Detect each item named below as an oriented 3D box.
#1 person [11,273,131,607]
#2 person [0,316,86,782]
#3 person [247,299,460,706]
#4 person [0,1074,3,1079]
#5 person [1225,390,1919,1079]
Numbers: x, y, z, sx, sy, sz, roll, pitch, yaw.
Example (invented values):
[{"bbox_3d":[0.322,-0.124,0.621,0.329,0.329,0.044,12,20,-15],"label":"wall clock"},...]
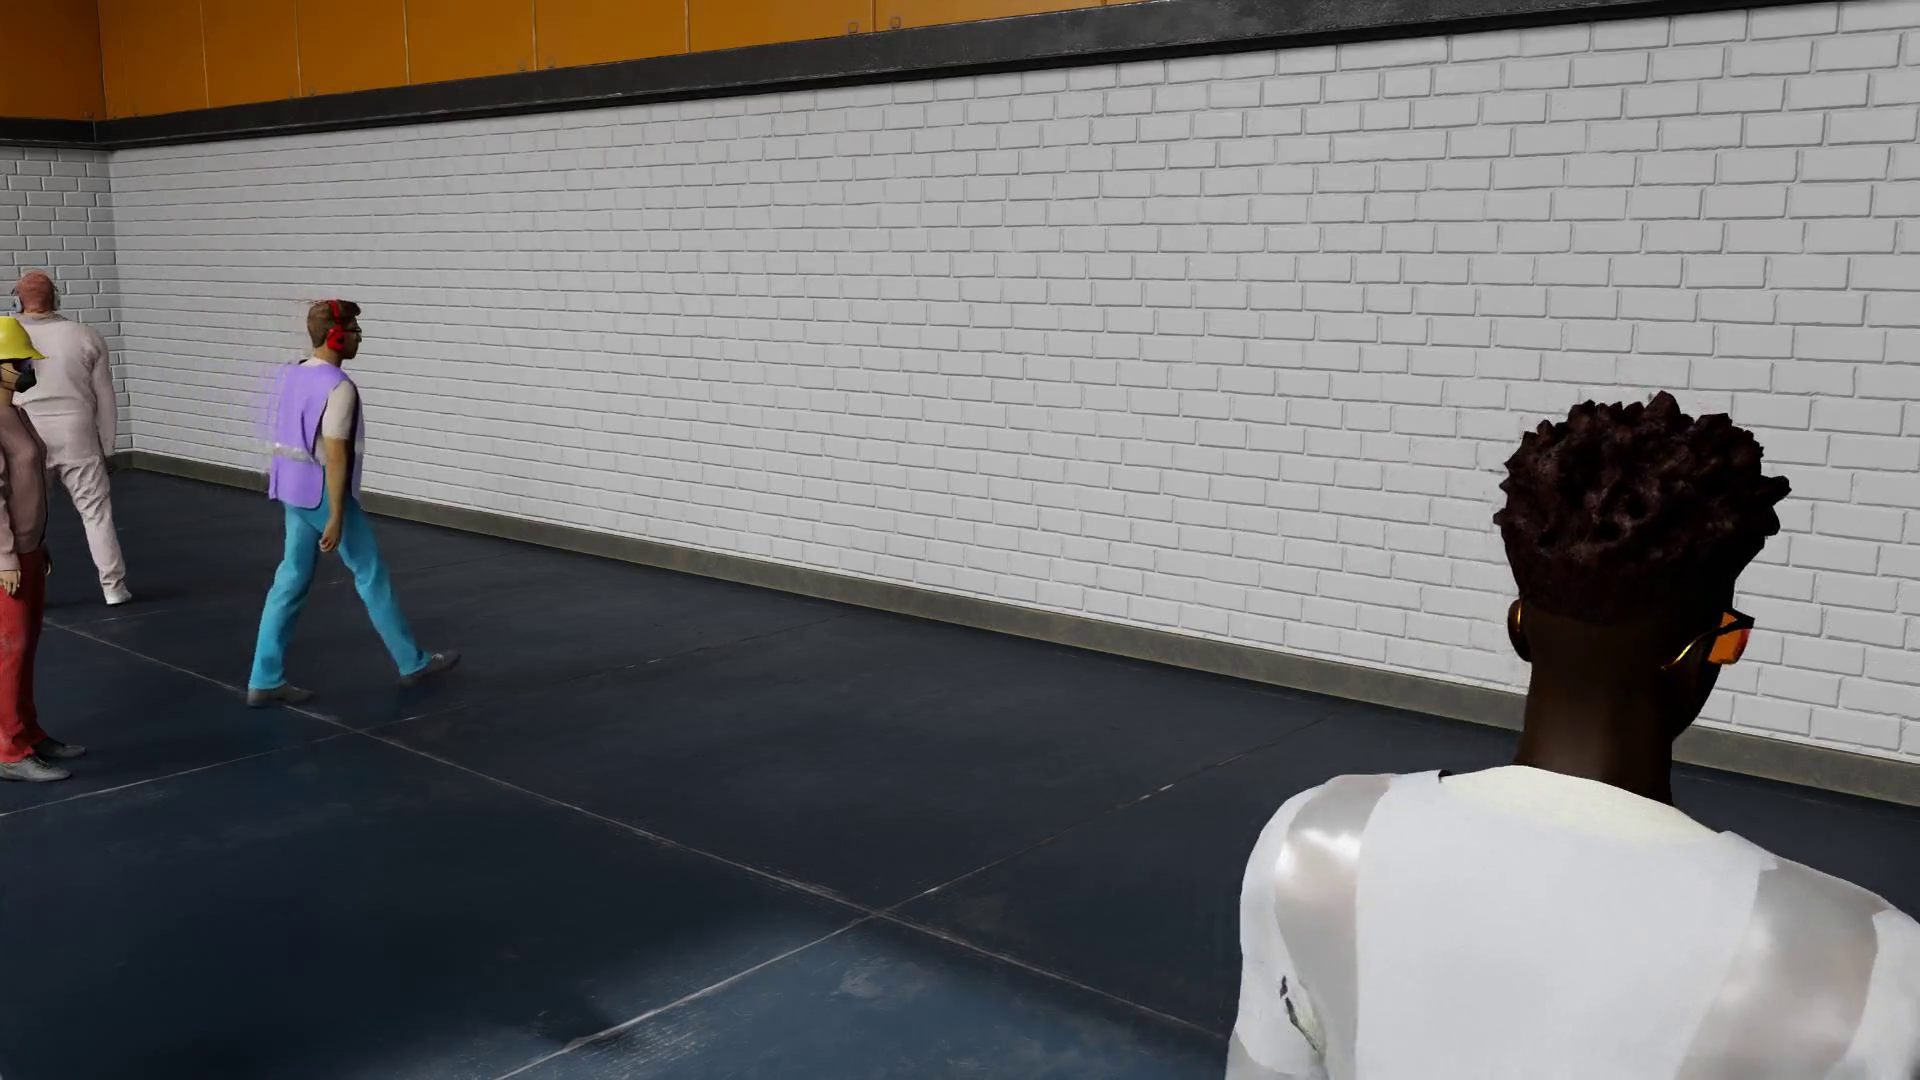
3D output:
[{"bbox_3d":[-5.092,-0.535,9.309,0.703,1.883,0.425,-6,11,-29],"label":"person"},{"bbox_3d":[-3.596,0.037,6.355,0.308,1.769,0.525,-3,10,-17],"label":"person"},{"bbox_3d":[-2.801,-0.169,7.455,0.577,1.790,0.959,9,13,42],"label":"person"},{"bbox_3d":[-2.157,0.652,3.232,0.532,1.626,0.460,-1,10,-7],"label":"person"},{"bbox_3d":[0.584,0.814,1.548,0.608,1.901,1.046,9,14,43],"label":"person"}]
